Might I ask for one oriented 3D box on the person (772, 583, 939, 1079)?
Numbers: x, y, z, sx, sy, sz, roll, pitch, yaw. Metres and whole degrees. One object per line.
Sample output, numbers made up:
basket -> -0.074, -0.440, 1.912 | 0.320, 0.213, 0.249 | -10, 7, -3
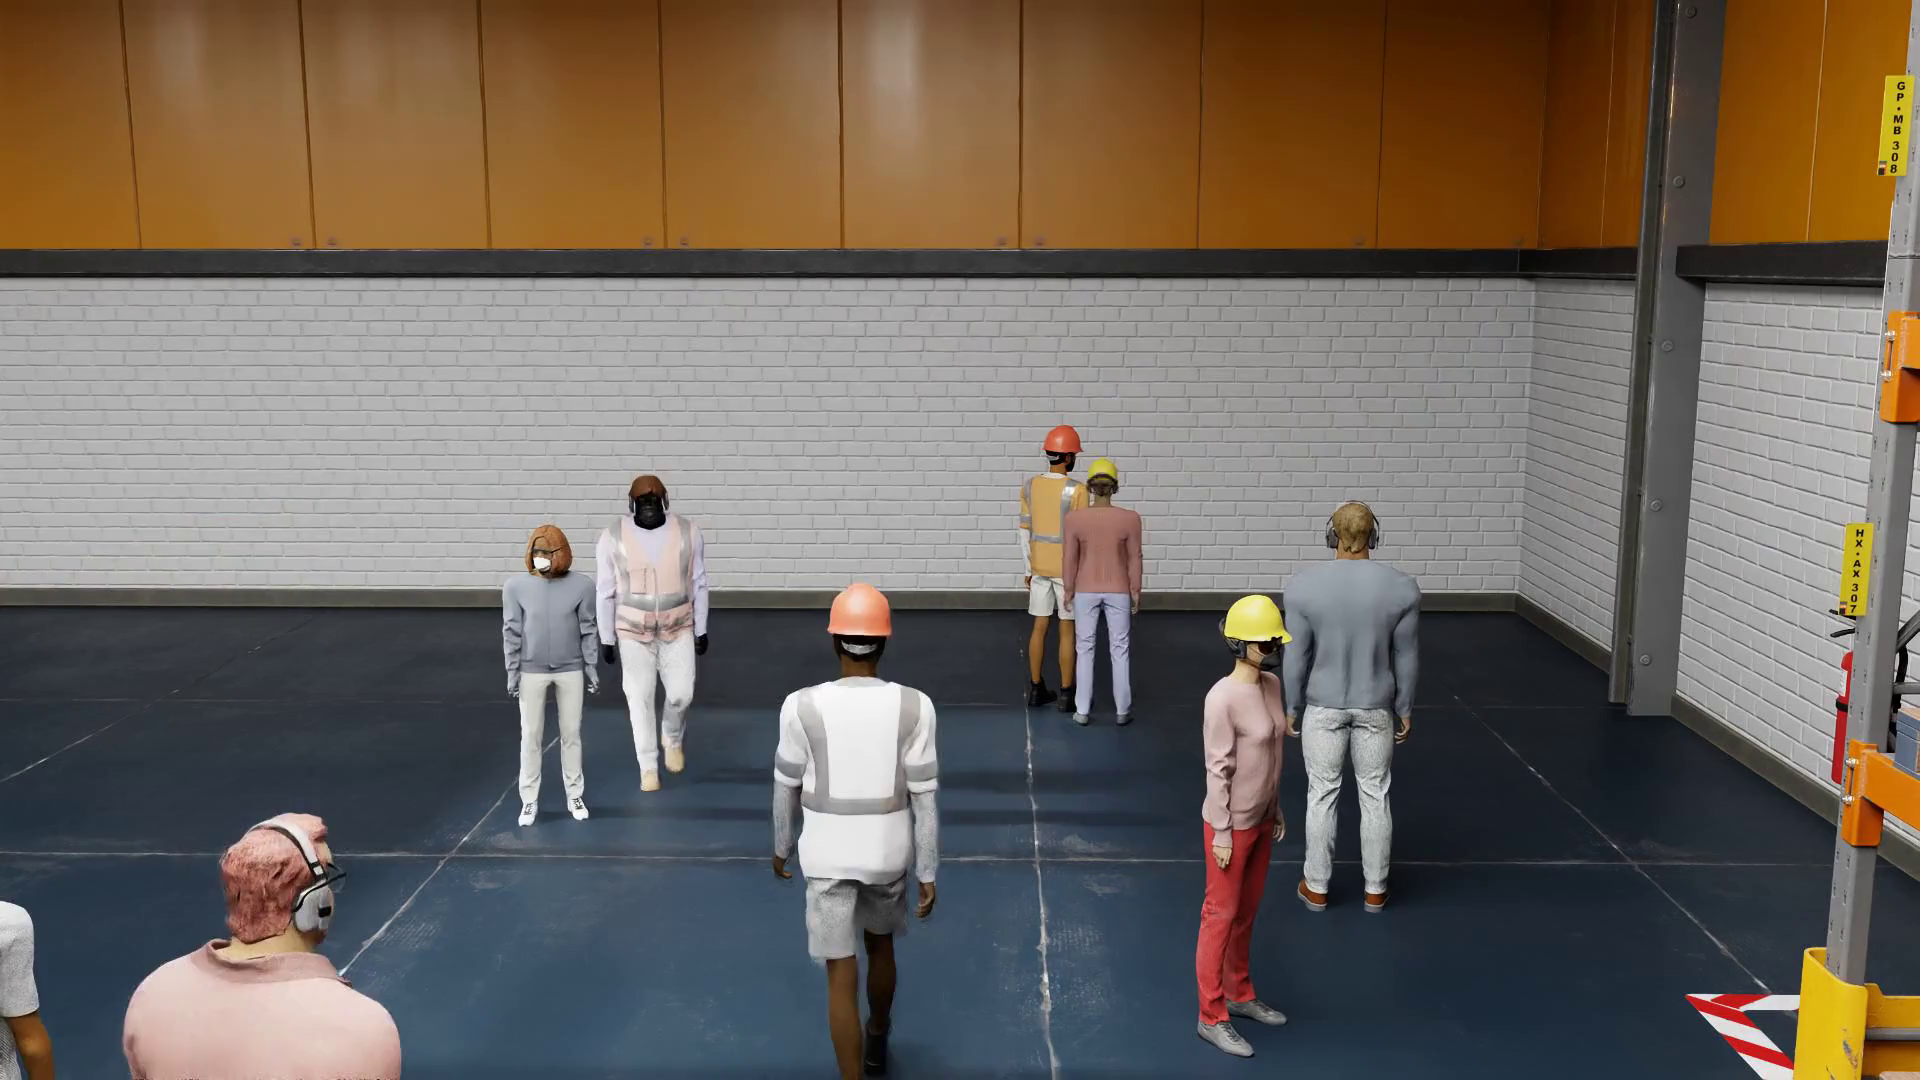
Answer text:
person -> -0.386, 1.090, 5.943 | 0.562, 1.895, 0.891 | -2, 10, -11

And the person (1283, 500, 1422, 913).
person -> 1.803, 0.779, 7.727 | 0.629, 1.936, 0.373 | 1, 10, 7

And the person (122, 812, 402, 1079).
person -> -1.397, 1.508, 3.495 | 0.642, 1.898, 0.399 | 3, 10, 17

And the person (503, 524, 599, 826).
person -> -2.198, 0.721, 8.975 | 0.501, 1.632, 0.286 | -3, 10, -16

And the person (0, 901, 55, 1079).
person -> -2.398, 1.440, 3.953 | 0.520, 1.874, 0.327 | -3, 10, -15

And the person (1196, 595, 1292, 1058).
person -> 1.110, 1.080, 6.427 | 0.312, 1.768, 0.522 | 7, 12, 34

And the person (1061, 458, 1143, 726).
person -> 0.927, 0.340, 10.848 | 0.541, 1.763, 0.324 | 1, 10, 4

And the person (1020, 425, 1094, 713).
person -> 0.673, 0.190, 11.243 | 0.551, 1.935, 0.372 | 7, 12, 38

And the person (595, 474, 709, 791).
person -> -1.758, 0.526, 9.541 | 0.652, 1.831, 0.435 | -3, 10, -15
